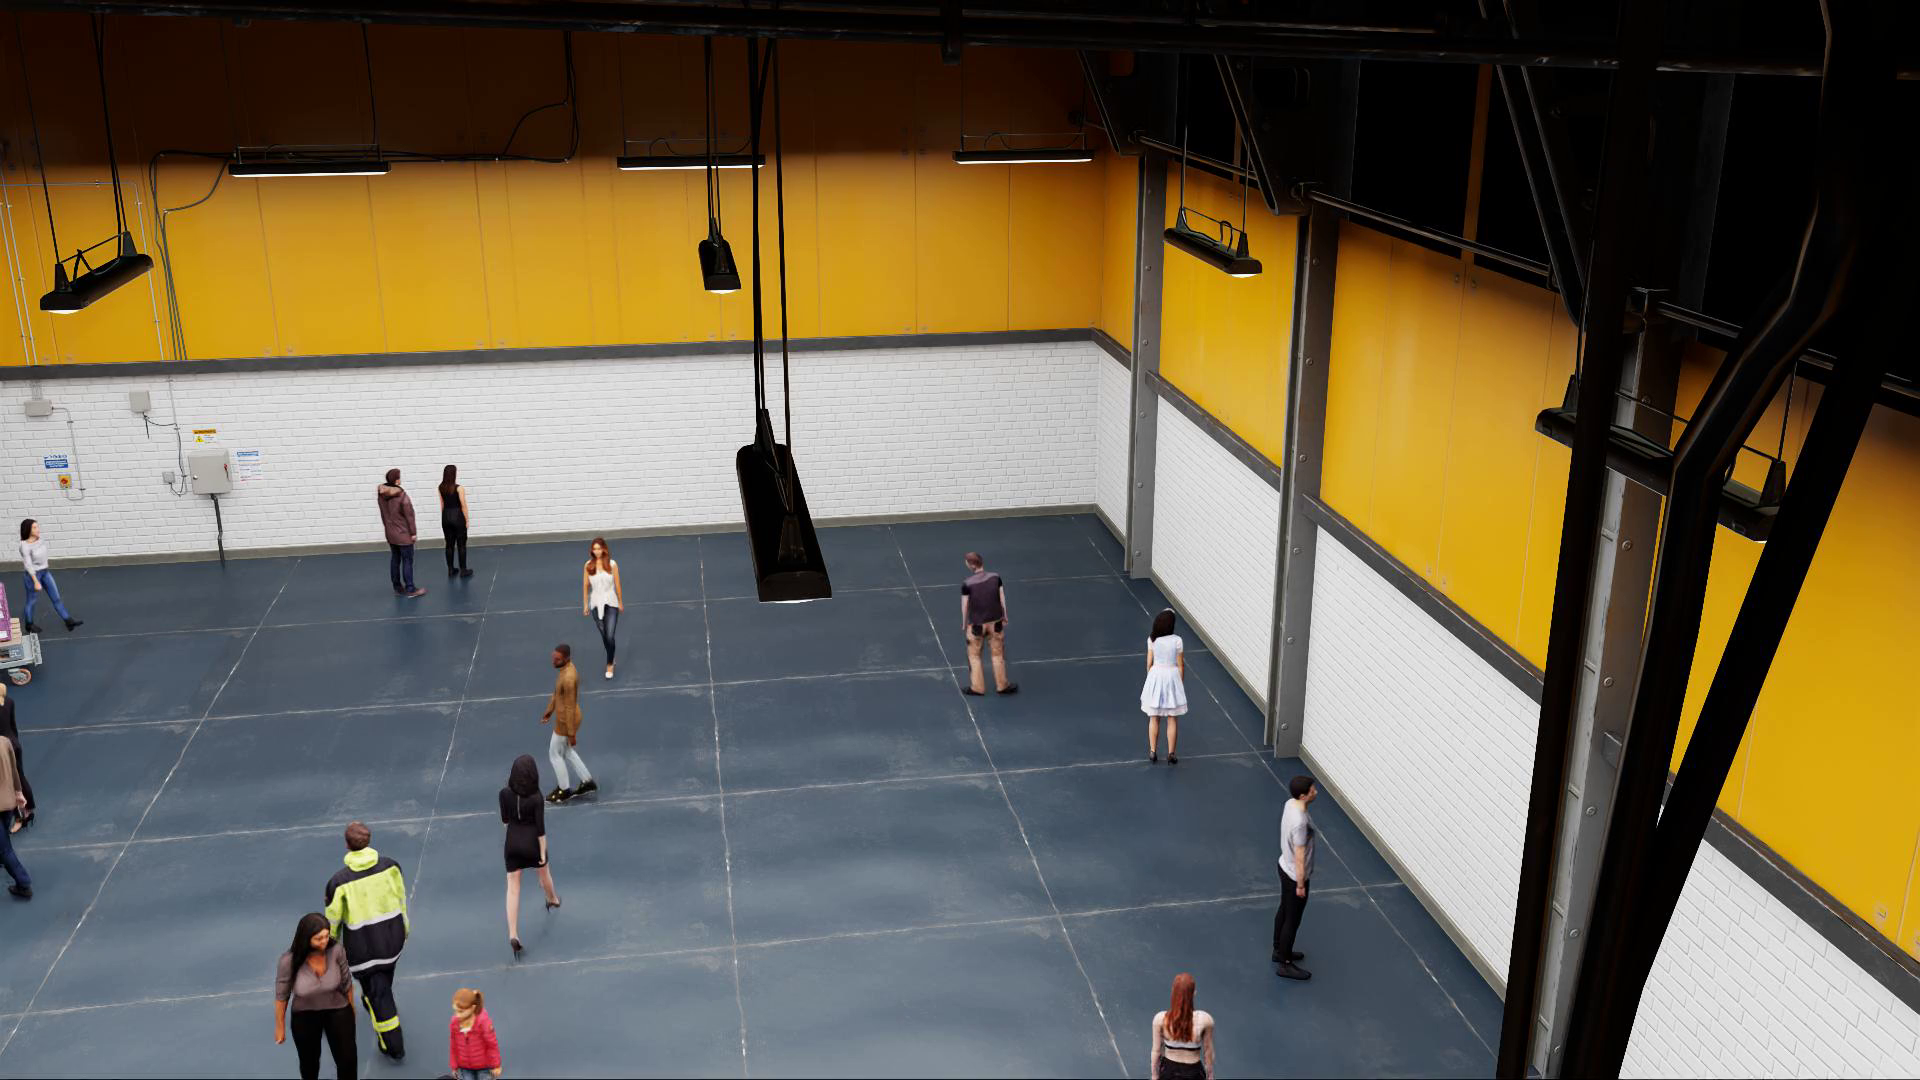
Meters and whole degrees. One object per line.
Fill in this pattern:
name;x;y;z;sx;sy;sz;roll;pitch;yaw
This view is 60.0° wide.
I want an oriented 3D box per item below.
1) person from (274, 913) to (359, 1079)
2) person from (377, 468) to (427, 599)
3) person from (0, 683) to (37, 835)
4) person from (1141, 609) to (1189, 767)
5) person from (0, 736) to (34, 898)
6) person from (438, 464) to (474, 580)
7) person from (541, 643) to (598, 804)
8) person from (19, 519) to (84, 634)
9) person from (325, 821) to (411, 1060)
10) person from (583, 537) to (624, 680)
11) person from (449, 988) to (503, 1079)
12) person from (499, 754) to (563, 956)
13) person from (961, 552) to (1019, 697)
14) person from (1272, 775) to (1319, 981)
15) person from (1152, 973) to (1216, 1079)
person;-4.811;3.563;12.500;0.835;1.812;0.930;-5;19;-16
person;-7.875;-0.108;23.347;0.867;1.847;0.906;10;21;28
person;-9.646;2.162;16.827;0.724;1.706;0.561;2;19;5
person;2.249;1.620;18.267;0.833;1.813;0.875;6;19;17
person;-8.992;2.511;15.580;1.117;1.841;1.152;9;21;25
person;-7.333;-0.275;24.091;0.646;1.688;0.657;4;19;11
person;-4.045;1.913;17.436;0.728;1.790;0.722;-3;19;-9
person;-12.243;0.510;21.921;0.895;1.586;1.037;2;19;7
person;-4.675;3.229;13.302;1.199;1.933;1.369;-17;25;-40
person;-4.426;0.799;20.783;0.688;1.765;0.845;0;19;1
person;-3.565;3.868;12.386;0.594;1.306;0.604;3;19;10
person;-3.905;2.836;14.772;0.864;1.740;1.223;2;19;7
person;0.354;1.004;20.104;0.901;1.809;0.639;-2;19;-5
person;2.899;2.886;14.431;0.759;1.863;0.548;0;19;0
person;1.561;3.874;11.697;0.721;1.736;0.822;3;19;8
